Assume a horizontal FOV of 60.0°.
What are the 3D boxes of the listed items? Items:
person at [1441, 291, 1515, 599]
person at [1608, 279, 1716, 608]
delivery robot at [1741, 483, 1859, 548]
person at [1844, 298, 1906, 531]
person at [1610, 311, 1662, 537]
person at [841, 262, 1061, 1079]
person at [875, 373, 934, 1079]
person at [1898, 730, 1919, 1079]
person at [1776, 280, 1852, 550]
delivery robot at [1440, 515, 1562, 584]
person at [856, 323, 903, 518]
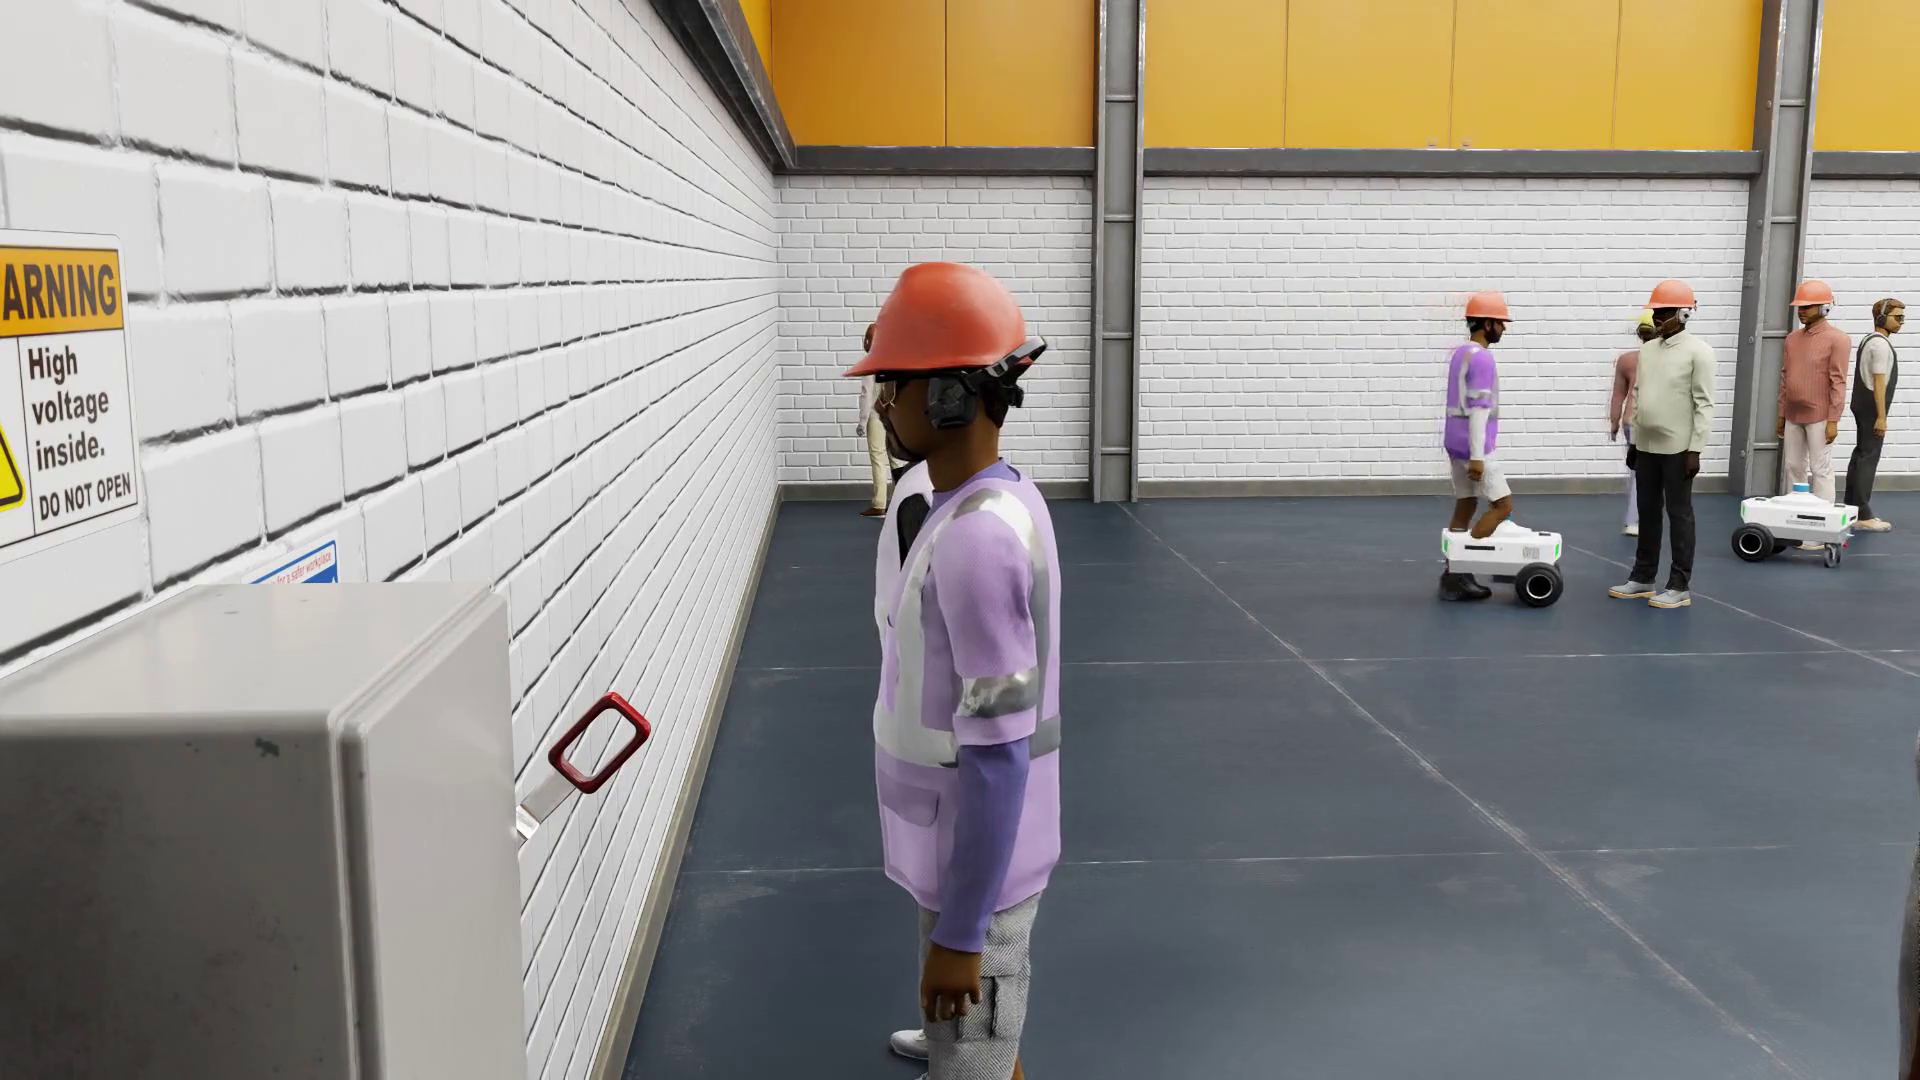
[{"bbox_3d":[3.210,-0.572,10.297,0.404,1.922,0.566,0,9,1],"label":"person"},{"bbox_3d":[4.316,-0.587,10.187,0.381,1.994,0.617,-3,10,-20],"label":"person"},{"bbox_3d":[5.903,-0.157,11.702,0.707,0.478,0.477,8,12,41],"label":"delivery robot"},{"bbox_3d":[7.272,-0.996,13.234,0.329,1.841,0.509,3,9,17],"label":"person"},{"bbox_3d":[5.384,-0.901,12.924,0.614,1.745,0.536,-6,11,-33],"label":"person"},{"bbox_3d":[-0.013,0.547,2.914,0.377,2.041,0.616,0,9,2],"label":"person"},{"bbox_3d":[-0.029,0.437,4.003,0.379,1.916,0.591,1,9,9],"label":"person"},{"bbox_3d":[1.334,0.760,2.124,0.532,1.871,0.321,-4,10,-24],"label":"person"},{"bbox_3d":[6.291,-0.925,12.345,0.407,1.987,0.614,-2,9,-14],"label":"person"},{"bbox_3d":[3.360,0.058,10.349,0.707,0.478,0.477,3,9,17],"label":"delivery robot"},{"bbox_3d":[-0.661,-1.003,13.931,0.279,1.633,0.499,8,12,42],"label":"person"}]
